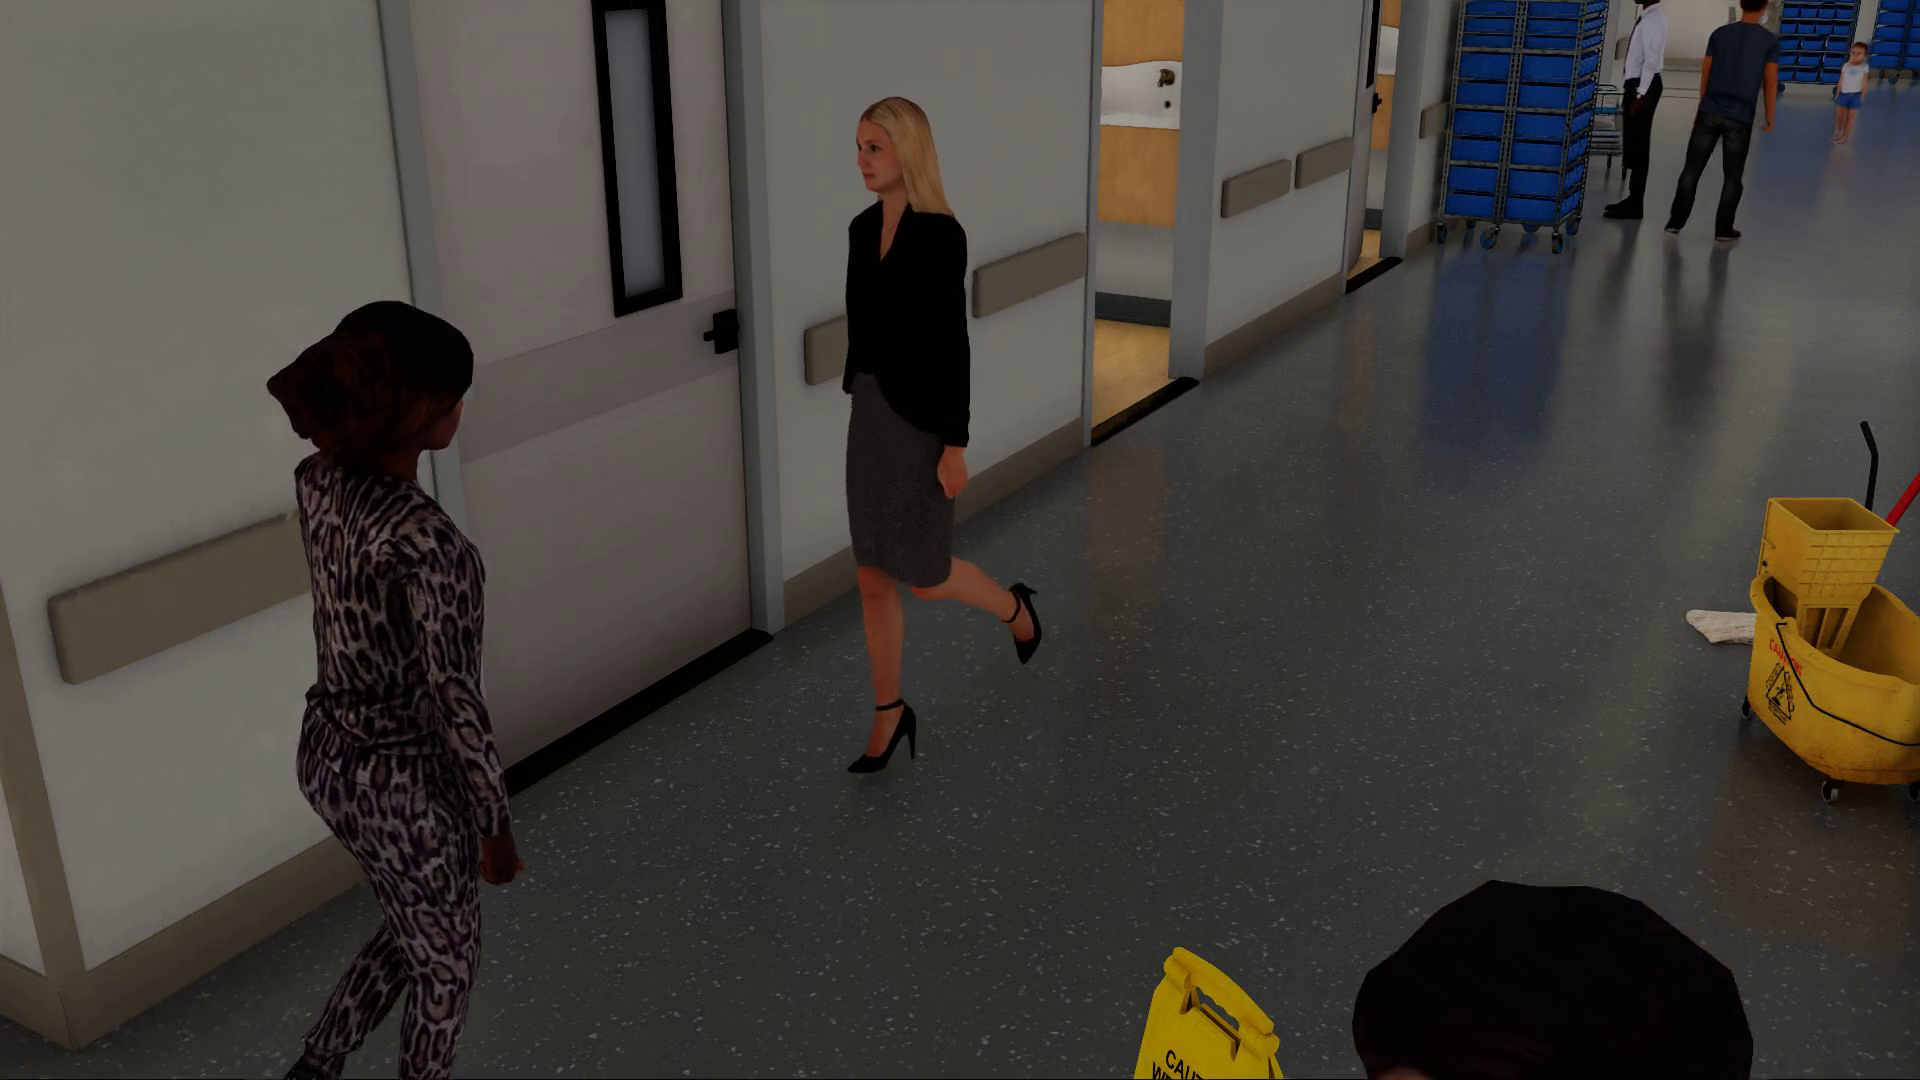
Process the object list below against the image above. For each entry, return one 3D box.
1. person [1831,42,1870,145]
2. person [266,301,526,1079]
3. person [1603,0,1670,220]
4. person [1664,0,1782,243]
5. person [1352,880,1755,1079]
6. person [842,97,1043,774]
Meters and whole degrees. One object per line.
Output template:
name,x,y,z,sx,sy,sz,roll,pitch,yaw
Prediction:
person,9.201,-4.610,17.143,0.465,1.016,0.468,17,27,38
person,-1.020,0.460,2.797,0.736,1.697,0.827,18,27,39
person,5.288,-3.434,12.883,0.715,1.835,0.499,9,23,23
person,5.520,-3.057,11.952,0.791,1.791,0.703,14,25,33
person,0.378,1.016,1.203,0.613,1.787,1.027,12,24,29
person,-0.065,-0.245,4.488,1.044,1.818,0.802,-17,27,-38
